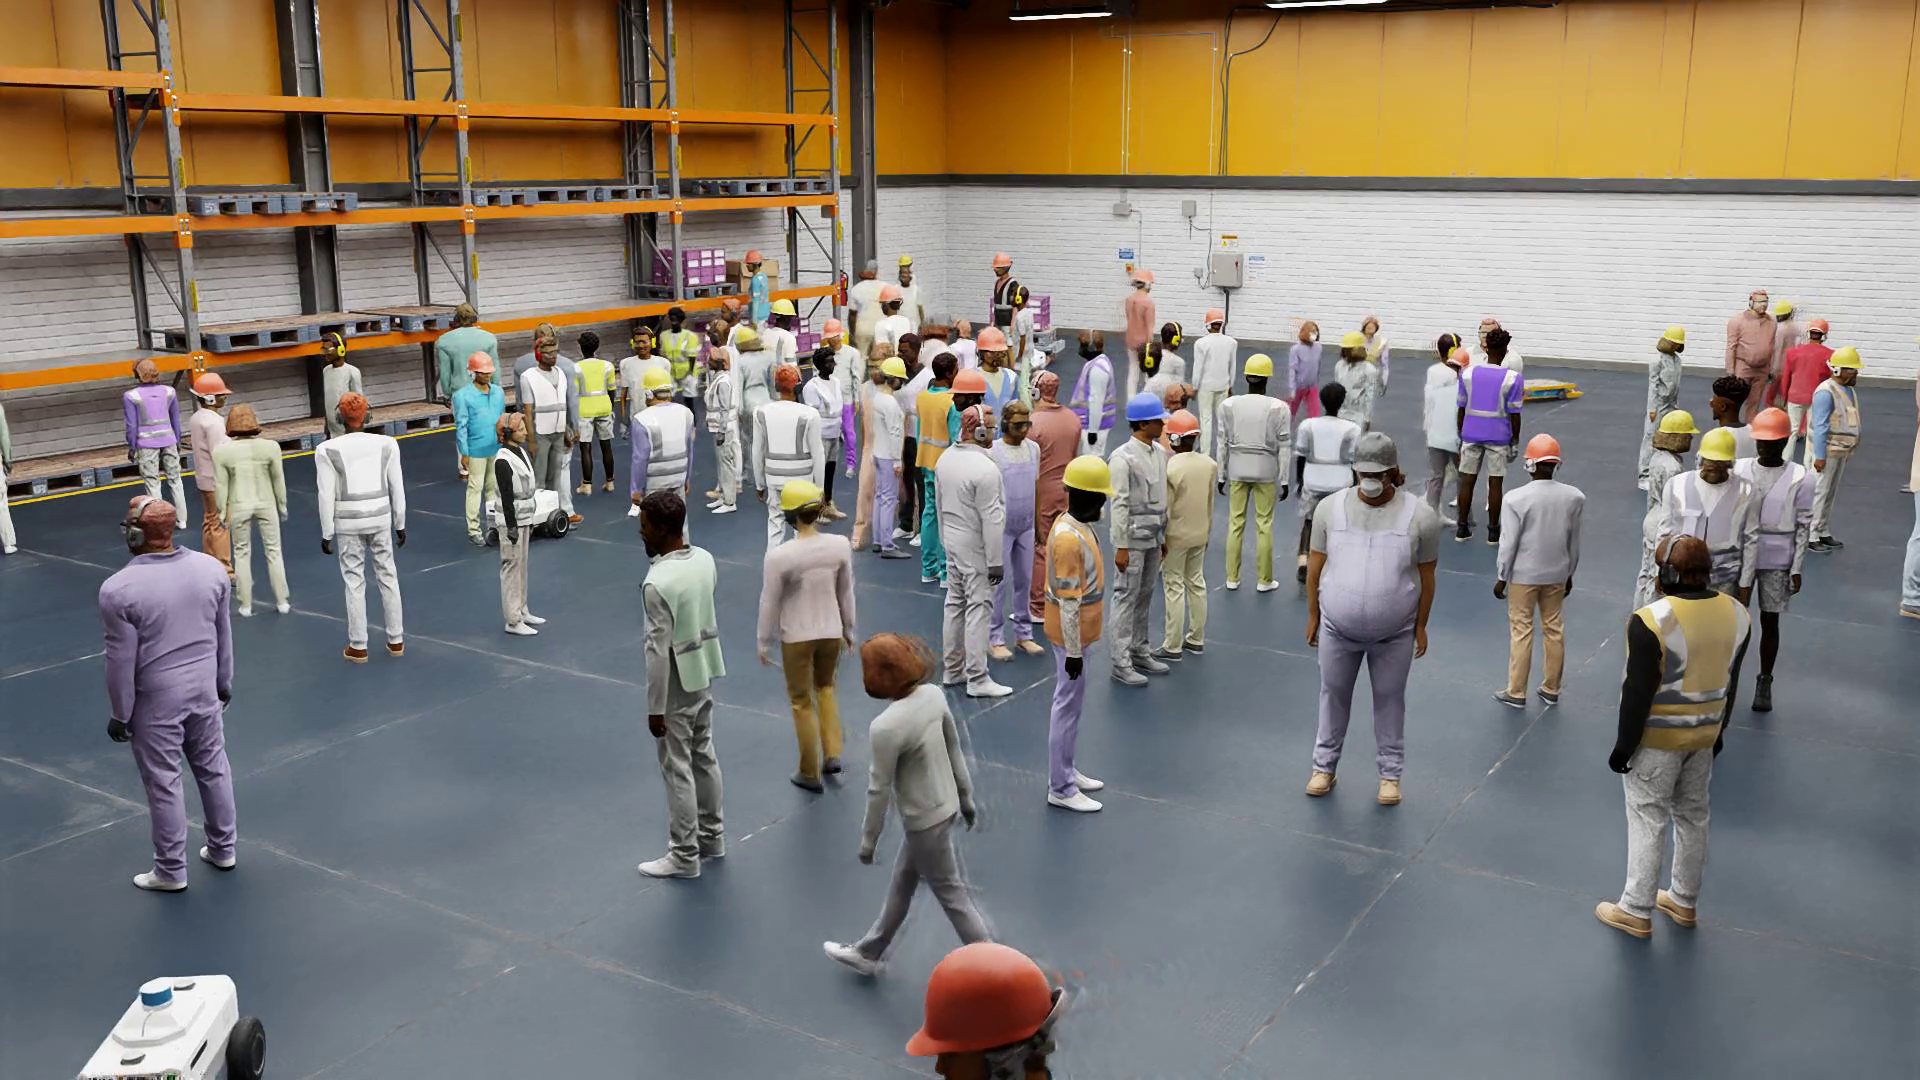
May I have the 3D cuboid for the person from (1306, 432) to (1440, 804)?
[{"bbox_3d":[2.196,0.423,8.973,0.688,2.000,0.539,5,14,19],"label":"person"}]

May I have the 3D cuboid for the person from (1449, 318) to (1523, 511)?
[{"bbox_3d":[5.199,-1.245,16.501,0.651,1.906,0.409,9,16,35],"label":"person"}]

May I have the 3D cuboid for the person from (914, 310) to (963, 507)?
[{"bbox_3d":[-0.266,-1.292,16.410,0.764,2.000,0.718,-8,15,-32],"label":"person"}]

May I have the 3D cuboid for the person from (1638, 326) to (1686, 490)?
[{"bbox_3d":[7.406,-1.381,17.467,0.484,1.735,0.311,-9,16,-34],"label":"person"}]

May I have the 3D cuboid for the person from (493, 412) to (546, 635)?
[{"bbox_3d":[-3.265,-0.125,12.228,0.307,1.641,0.514,-1,13,-2],"label":"person"}]

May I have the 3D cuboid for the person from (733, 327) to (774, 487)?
[{"bbox_3d":[-2.206,-1.422,17.723,0.506,1.680,0.875,-7,15,-27],"label":"person"}]

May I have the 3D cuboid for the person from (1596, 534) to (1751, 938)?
[{"bbox_3d":[3.176,0.874,7.459,0.633,1.839,0.429,-5,14,-21],"label":"person"}]

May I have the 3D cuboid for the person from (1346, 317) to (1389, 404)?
[{"bbox_3d":[4.841,-1.861,19.856,0.526,1.582,0.894,1,13,4],"label":"person"}]

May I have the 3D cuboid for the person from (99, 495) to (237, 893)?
[{"bbox_3d":[-3.776,0.729,7.938,0.409,1.907,0.648,7,15,29],"label":"person"}]

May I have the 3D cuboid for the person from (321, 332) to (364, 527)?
[{"bbox_3d":[-5.778,-1.010,15.562,0.537,1.869,0.314,8,15,31],"label":"person"}]

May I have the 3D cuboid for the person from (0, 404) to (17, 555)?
[{"bbox_3d":[-8.562,-0.651,14.512,0.523,1.638,0.310,-10,16,-36],"label":"person"}]

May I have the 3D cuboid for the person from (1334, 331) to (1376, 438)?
[{"bbox_3d":[4.038,-1.288,17.065,0.449,1.728,0.495,-12,18,-42],"label":"person"}]

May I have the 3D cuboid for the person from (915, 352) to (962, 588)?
[{"bbox_3d":[-0.147,-0.568,13.542,0.392,1.918,0.587,-9,16,-35],"label":"person"}]

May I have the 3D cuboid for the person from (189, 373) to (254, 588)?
[{"bbox_3d":[-6.033,-0.485,13.535,0.327,1.753,0.563,-10,16,-38],"label":"person"}]

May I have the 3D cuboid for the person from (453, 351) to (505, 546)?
[{"bbox_3d":[-4.291,-0.835,15.055,0.338,1.749,0.573,8,15,31],"label":"person"}]

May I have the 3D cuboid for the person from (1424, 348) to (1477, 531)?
[{"bbox_3d":[4.567,-0.923,15.512,0.576,1.723,0.641,11,17,39],"label":"person"}]

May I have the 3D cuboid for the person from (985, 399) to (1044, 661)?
[{"bbox_3d":[0.360,-0.069,11.566,0.511,1.836,0.357,-9,16,-34],"label":"person"}]

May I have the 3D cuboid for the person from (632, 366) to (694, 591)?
[{"bbox_3d":[-2.399,-0.482,13.352,0.403,1.833,0.590,10,16,37],"label":"person"}]

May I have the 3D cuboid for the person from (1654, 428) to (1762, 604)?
[{"bbox_3d":[4.676,0.191,10.455,0.593,1.824,0.403,7,15,26],"label":"person"}]

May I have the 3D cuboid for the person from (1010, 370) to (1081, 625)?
[{"bbox_3d":[0.616,-0.321,12.492,0.409,1.907,0.651,11,17,40],"label":"person"}]

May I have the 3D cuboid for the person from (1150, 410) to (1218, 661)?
[{"bbox_3d":[1.532,-0.033,11.577,0.560,1.752,0.326,-11,17,-39],"label":"person"}]

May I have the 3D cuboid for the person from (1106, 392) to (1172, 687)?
[{"bbox_3d":[1.193,-0.014,11.063,0.380,1.949,0.613,9,16,34],"label":"person"}]

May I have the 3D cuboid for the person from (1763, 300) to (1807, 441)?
[{"bbox_3d":[10.184,-2.075,20.497,0.628,1.724,0.734,-8,15,-32],"label":"person"}]

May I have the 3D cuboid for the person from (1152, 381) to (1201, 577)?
[{"bbox_3d":[1.797,-0.499,13.845,0.311,1.642,0.513,-11,17,-39],"label":"person"}]

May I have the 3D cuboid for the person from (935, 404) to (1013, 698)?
[{"bbox_3d":[0.106,0.066,10.814,0.402,1.906,0.651,-8,15,-30],"label":"person"}]

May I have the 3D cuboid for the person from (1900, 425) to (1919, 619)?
[{"bbox_3d":[7.432,-0.395,12.626,0.393,1.993,0.610,9,16,33],"label":"person"}]

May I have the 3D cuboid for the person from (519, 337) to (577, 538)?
[{"bbox_3d":[-3.830,-0.965,15.414,0.396,1.847,0.565,7,15,27],"label":"person"}]

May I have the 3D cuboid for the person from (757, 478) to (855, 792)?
[{"bbox_3d":[-0.854,0.522,9.144,0.554,1.752,0.387,-8,15,-32],"label":"person"}]

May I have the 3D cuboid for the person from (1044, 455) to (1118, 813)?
[{"bbox_3d":[0.641,0.490,8.935,0.378,1.923,0.595,2,13,7],"label":"person"}]

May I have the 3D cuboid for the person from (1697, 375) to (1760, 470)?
[{"bbox_3d":[5.378,-0.187,11.779,0.606,1.966,0.367,-10,17,-38],"label":"person"}]

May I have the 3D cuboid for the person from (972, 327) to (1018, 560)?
[{"bbox_3d":[0.261,-0.808,14.302,0.605,2.045,0.379,-8,15,-31],"label":"person"}]

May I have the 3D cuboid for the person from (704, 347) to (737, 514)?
[{"bbox_3d":[-2.351,-1.085,16.381,0.307,1.645,0.512,-4,13,-15],"label":"person"}]

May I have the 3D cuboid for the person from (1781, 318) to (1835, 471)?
[{"bbox_3d":[9.298,-1.555,18.213,0.574,1.740,0.355,9,16,34],"label":"person"}]

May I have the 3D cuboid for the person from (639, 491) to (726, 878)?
[{"bbox_3d":[-1.348,0.701,8.063,0.388,1.910,0.591,4,14,16],"label":"person"}]

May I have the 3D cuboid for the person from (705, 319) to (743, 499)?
[{"bbox_3d":[-2.429,-1.339,17.039,0.336,1.845,0.513,6,14,23],"label":"person"}]

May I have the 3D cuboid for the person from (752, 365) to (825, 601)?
[{"bbox_3d":[-1.329,-0.434,13.030,0.587,1.882,0.341,4,14,16],"label":"person"}]

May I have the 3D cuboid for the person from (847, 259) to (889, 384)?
[{"bbox_3d":[-1.306,-3.093,24.220,0.705,2.000,0.732,-5,14,-20],"label":"person"}]

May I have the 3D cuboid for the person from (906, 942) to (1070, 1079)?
[{"bbox_3d":[0.108,1.767,3.368,0.886,1.933,0.692,-8,15,-32],"label":"person"}]

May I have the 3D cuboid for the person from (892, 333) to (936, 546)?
[{"bbox_3d":[-0.424,-0.917,15.052,0.591,1.919,0.392,13,18,43],"label":"person"}]

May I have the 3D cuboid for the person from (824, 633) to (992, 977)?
[{"bbox_3d":[-0.187,1.148,6.848,0.907,1.561,0.506,5,14,22],"label":"person"}]

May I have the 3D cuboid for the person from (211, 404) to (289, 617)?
[{"bbox_3d":[-5.398,-0.220,12.678,0.504,1.628,0.279,-5,14,-21],"label":"person"}]
